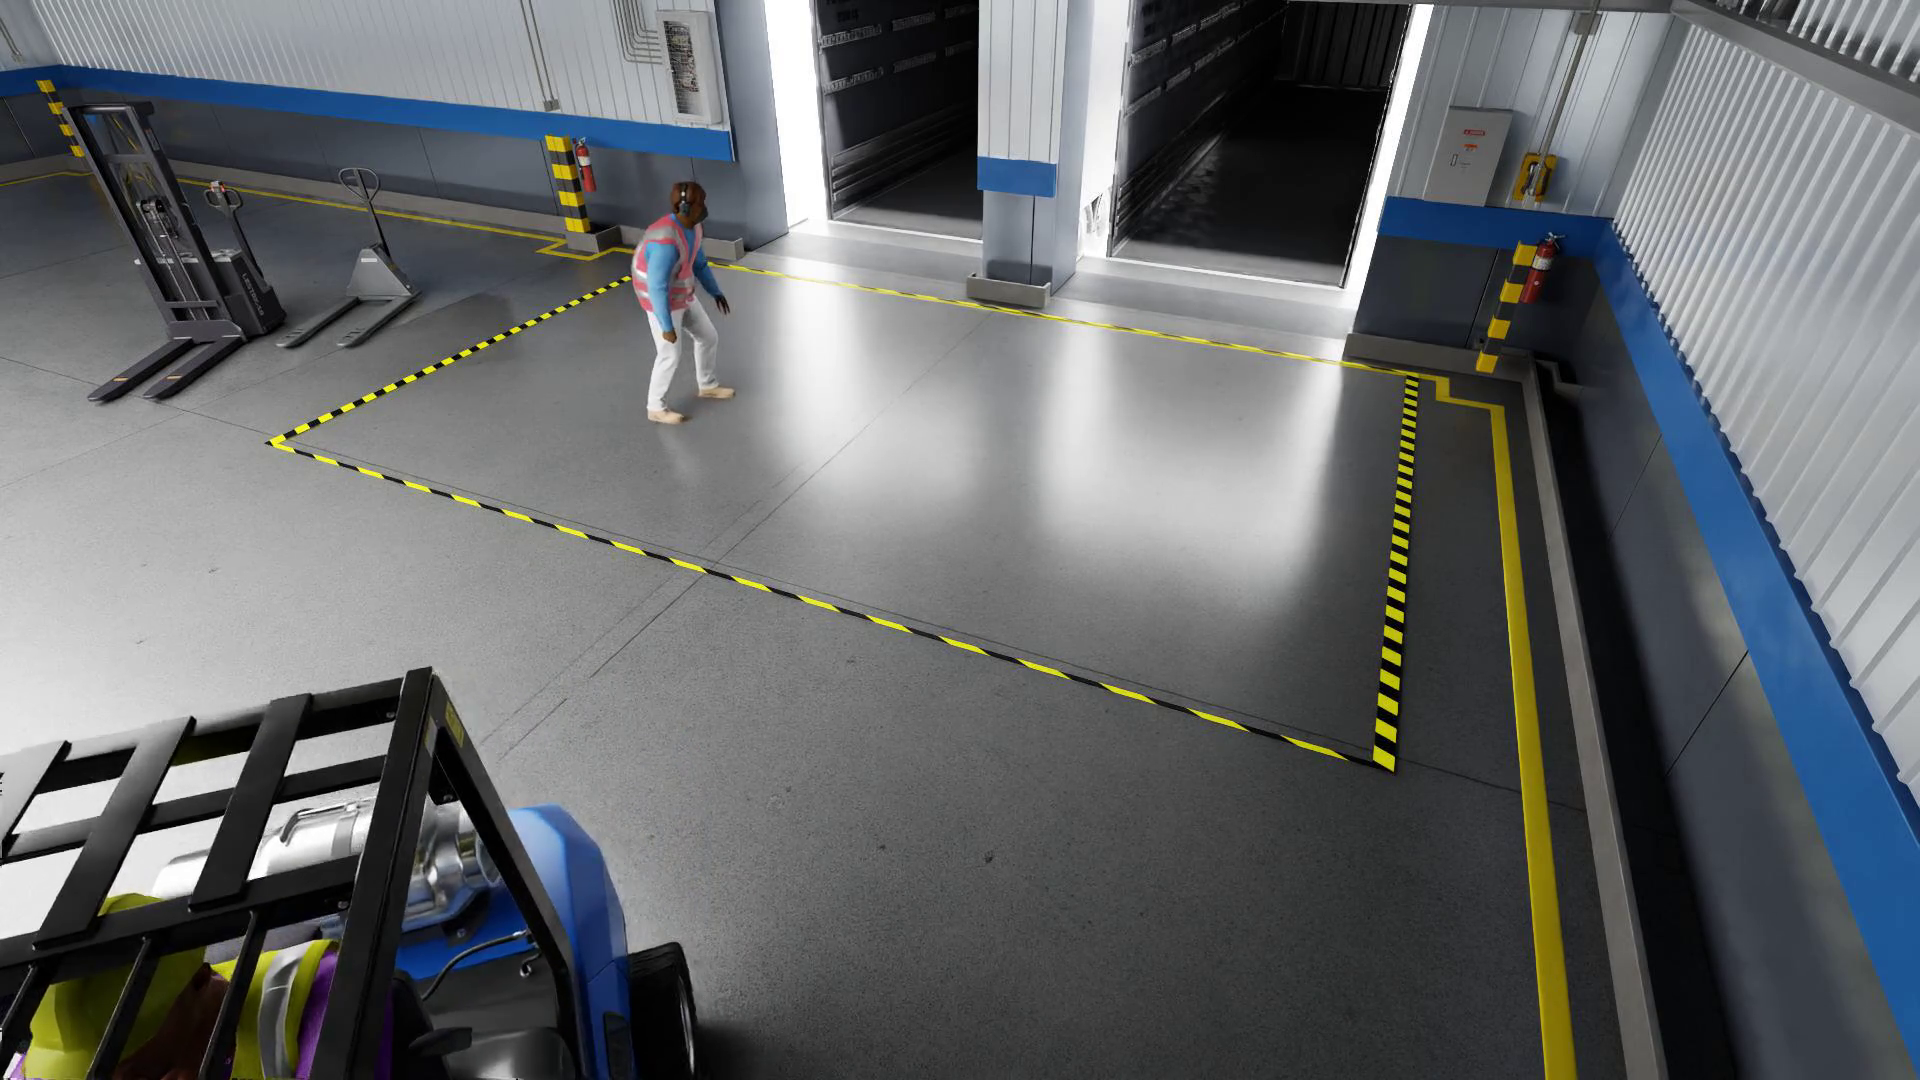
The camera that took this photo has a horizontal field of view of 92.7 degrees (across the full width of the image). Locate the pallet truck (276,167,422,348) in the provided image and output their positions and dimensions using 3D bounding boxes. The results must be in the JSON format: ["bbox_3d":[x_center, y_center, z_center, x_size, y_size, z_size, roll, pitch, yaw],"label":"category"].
[{"bbox_3d":[-5.732,-2.611,8.414,0.680,1.201,1.601,-1,35,-1],"label":"pallet truck"}]

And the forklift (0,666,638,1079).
[{"bbox_3d":[-1.264,1.436,1.655,1.157,2.036,2.680,-11,36,-15],"label":"forklift"}]

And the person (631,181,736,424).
[{"bbox_3d":[-2.077,-1.757,6.792,0.604,1.711,0.809,4,35,6],"label":"person"}]

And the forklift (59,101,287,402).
[{"bbox_3d":[-6.686,-2.387,7.434,0.823,1.965,1.885,-3,35,-5],"label":"forklift"}]

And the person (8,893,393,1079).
[{"bbox_3d":[-1.253,1.317,1.500,0.635,1.293,1.004,-11,36,-15],"label":"person"}]
